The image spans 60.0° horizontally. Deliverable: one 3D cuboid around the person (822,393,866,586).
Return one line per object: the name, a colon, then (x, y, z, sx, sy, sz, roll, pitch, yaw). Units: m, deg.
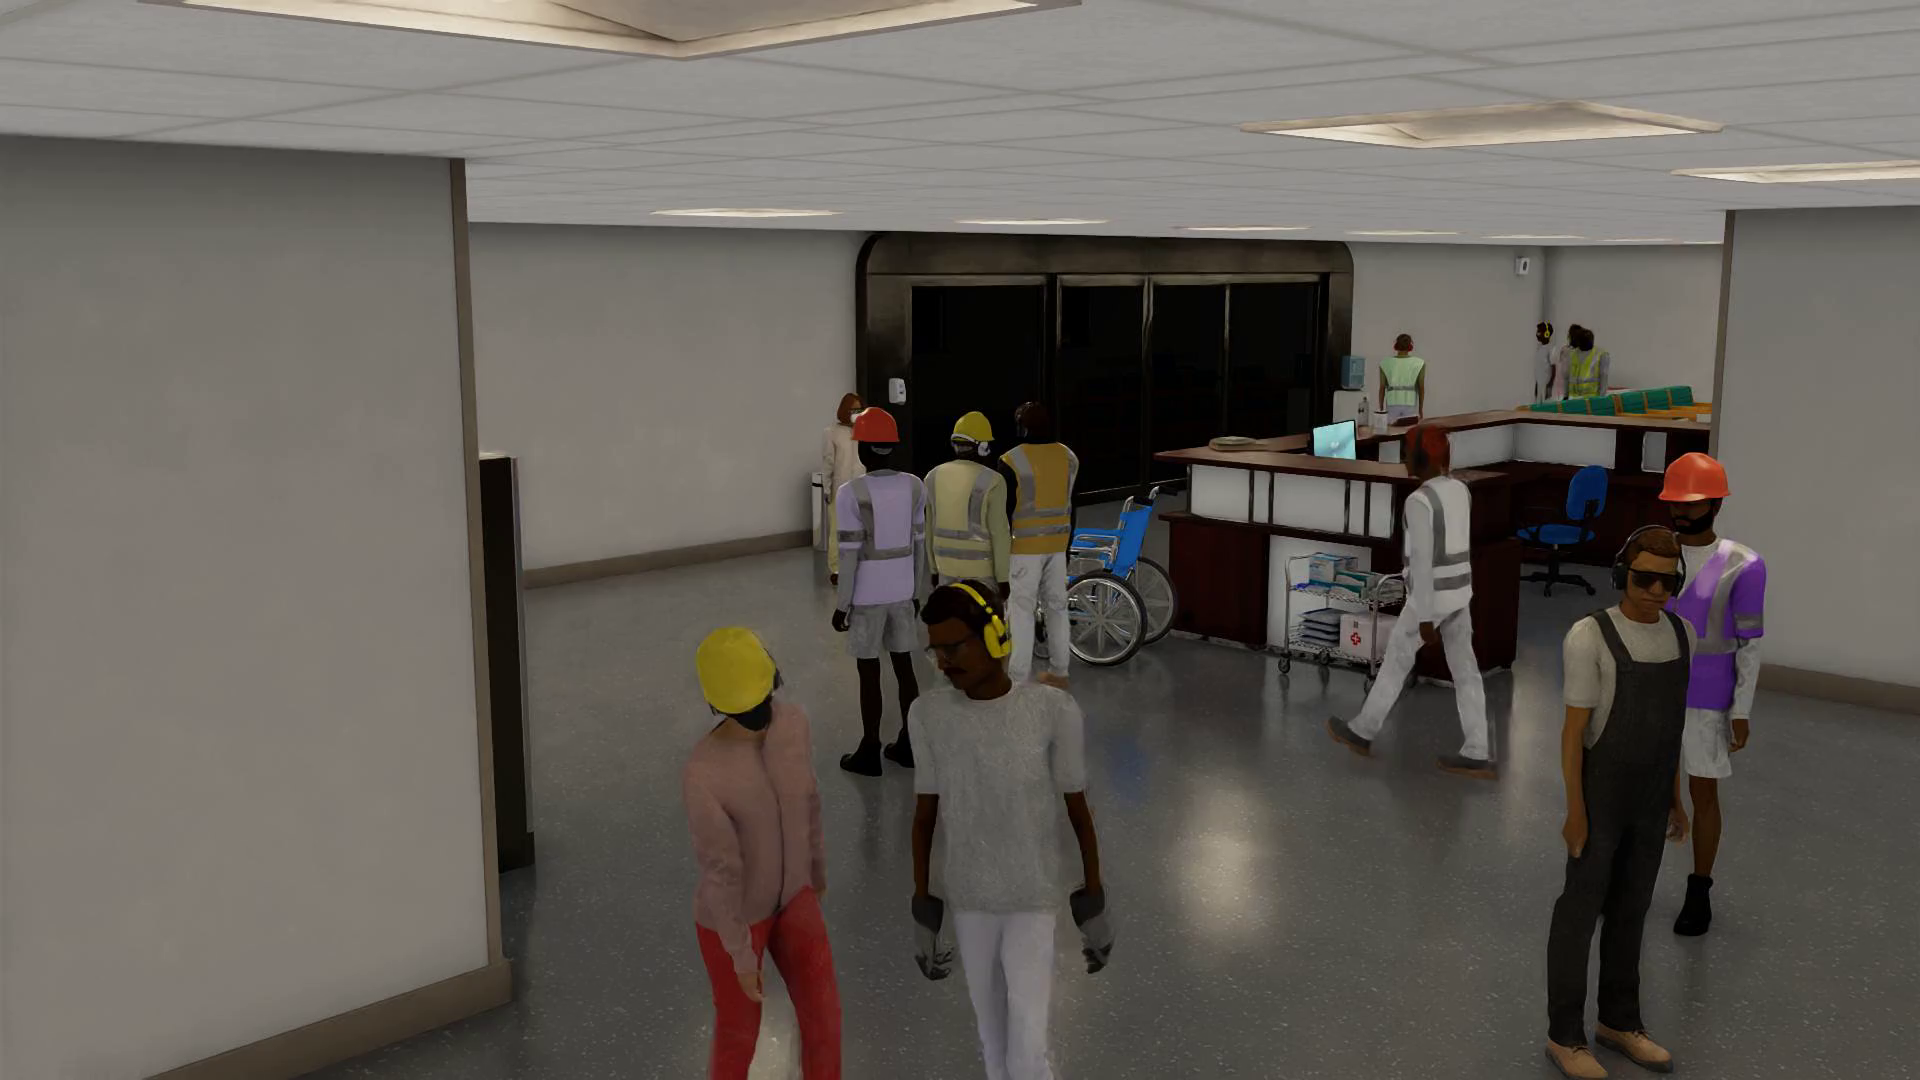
person: (-0.920, -0.426, 14.008, 0.504, 1.628, 0.285, -4, 10, -23)

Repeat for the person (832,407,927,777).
person: (-0.436, 0.272, 8.750, 0.543, 1.939, 0.360, -7, 12, -37)

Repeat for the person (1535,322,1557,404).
person: (8.619, -2.271, 24.555, 0.319, 1.870, 0.521, 0, 9, -1)

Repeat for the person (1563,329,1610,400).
person: (8.747, -2.035, 23.271, 0.431, 1.830, 0.648, -8, 12, -40)

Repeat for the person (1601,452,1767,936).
person: (2.894, 0.612, 6.668, 0.371, 1.939, 0.543, -9, 13, -44)

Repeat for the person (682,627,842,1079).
person: (-0.534, 1.055, 4.651, 0.567, 1.713, 0.603, 8, 12, 41)

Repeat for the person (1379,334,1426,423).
person: (5.542, -1.665, 20.909, 0.564, 1.847, 0.395, 2, 10, 15)

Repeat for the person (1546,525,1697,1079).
person: (2.184, 0.857, 5.453, 0.507, 1.842, 0.351, -4, 10, -21)

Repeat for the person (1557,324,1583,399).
person: (9.107, -2.266, 24.592, 0.530, 1.851, 0.737, 0, 9, 0)

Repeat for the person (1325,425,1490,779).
person: (2.424, 0.306, 8.840, 0.575, 1.833, 0.990, -8, 12, -41)

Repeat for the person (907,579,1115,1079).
person: (0.106, 1.021, 4.470, 0.572, 1.831, 0.512, 3, 10, 18)

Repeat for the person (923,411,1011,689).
person: (0.059, 0.156, 9.833, 0.598, 1.824, 0.403, 7, 12, 38)

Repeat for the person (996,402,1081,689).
person: (0.462, 0.052, 10.446, 0.625, 1.834, 0.431, -6, 11, -34)
